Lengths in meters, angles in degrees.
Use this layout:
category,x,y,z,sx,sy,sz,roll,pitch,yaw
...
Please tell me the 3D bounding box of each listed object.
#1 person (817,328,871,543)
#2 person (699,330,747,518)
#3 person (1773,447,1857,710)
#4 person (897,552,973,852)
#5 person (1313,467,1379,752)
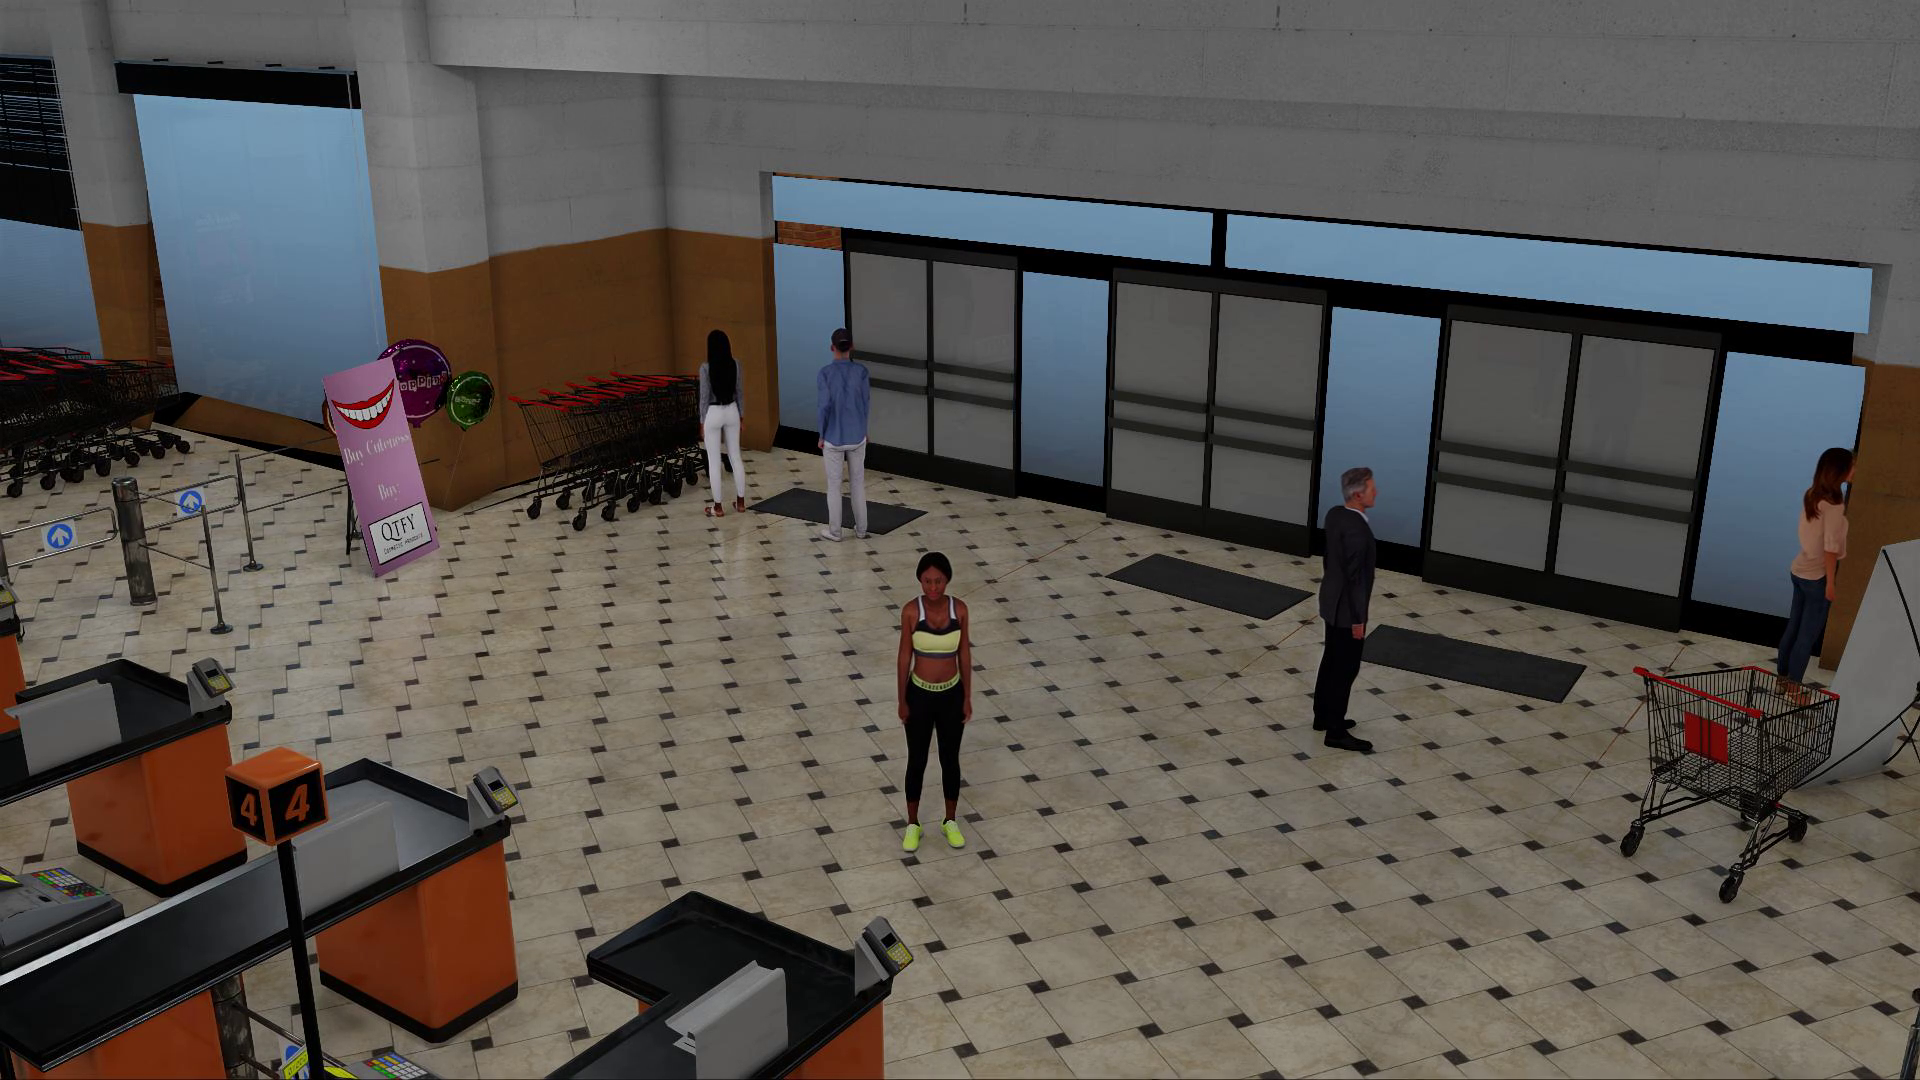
category,x,y,z,sx,sy,sz,roll,pitch,yaw
person,-1.009,-0.914,14.451,0.689,1.889,0.802,-8,20,-23
person,-2.180,-1.078,15.194,0.578,1.724,0.729,-12,22,-31
person,5.736,0.241,11.178,0.731,1.792,0.619,2,19,6
person,-0.141,0.893,9.303,0.641,1.754,0.695,-3,19,-8
person,2.468,0.410,10.601,0.866,1.840,0.772,-1,19,-3
